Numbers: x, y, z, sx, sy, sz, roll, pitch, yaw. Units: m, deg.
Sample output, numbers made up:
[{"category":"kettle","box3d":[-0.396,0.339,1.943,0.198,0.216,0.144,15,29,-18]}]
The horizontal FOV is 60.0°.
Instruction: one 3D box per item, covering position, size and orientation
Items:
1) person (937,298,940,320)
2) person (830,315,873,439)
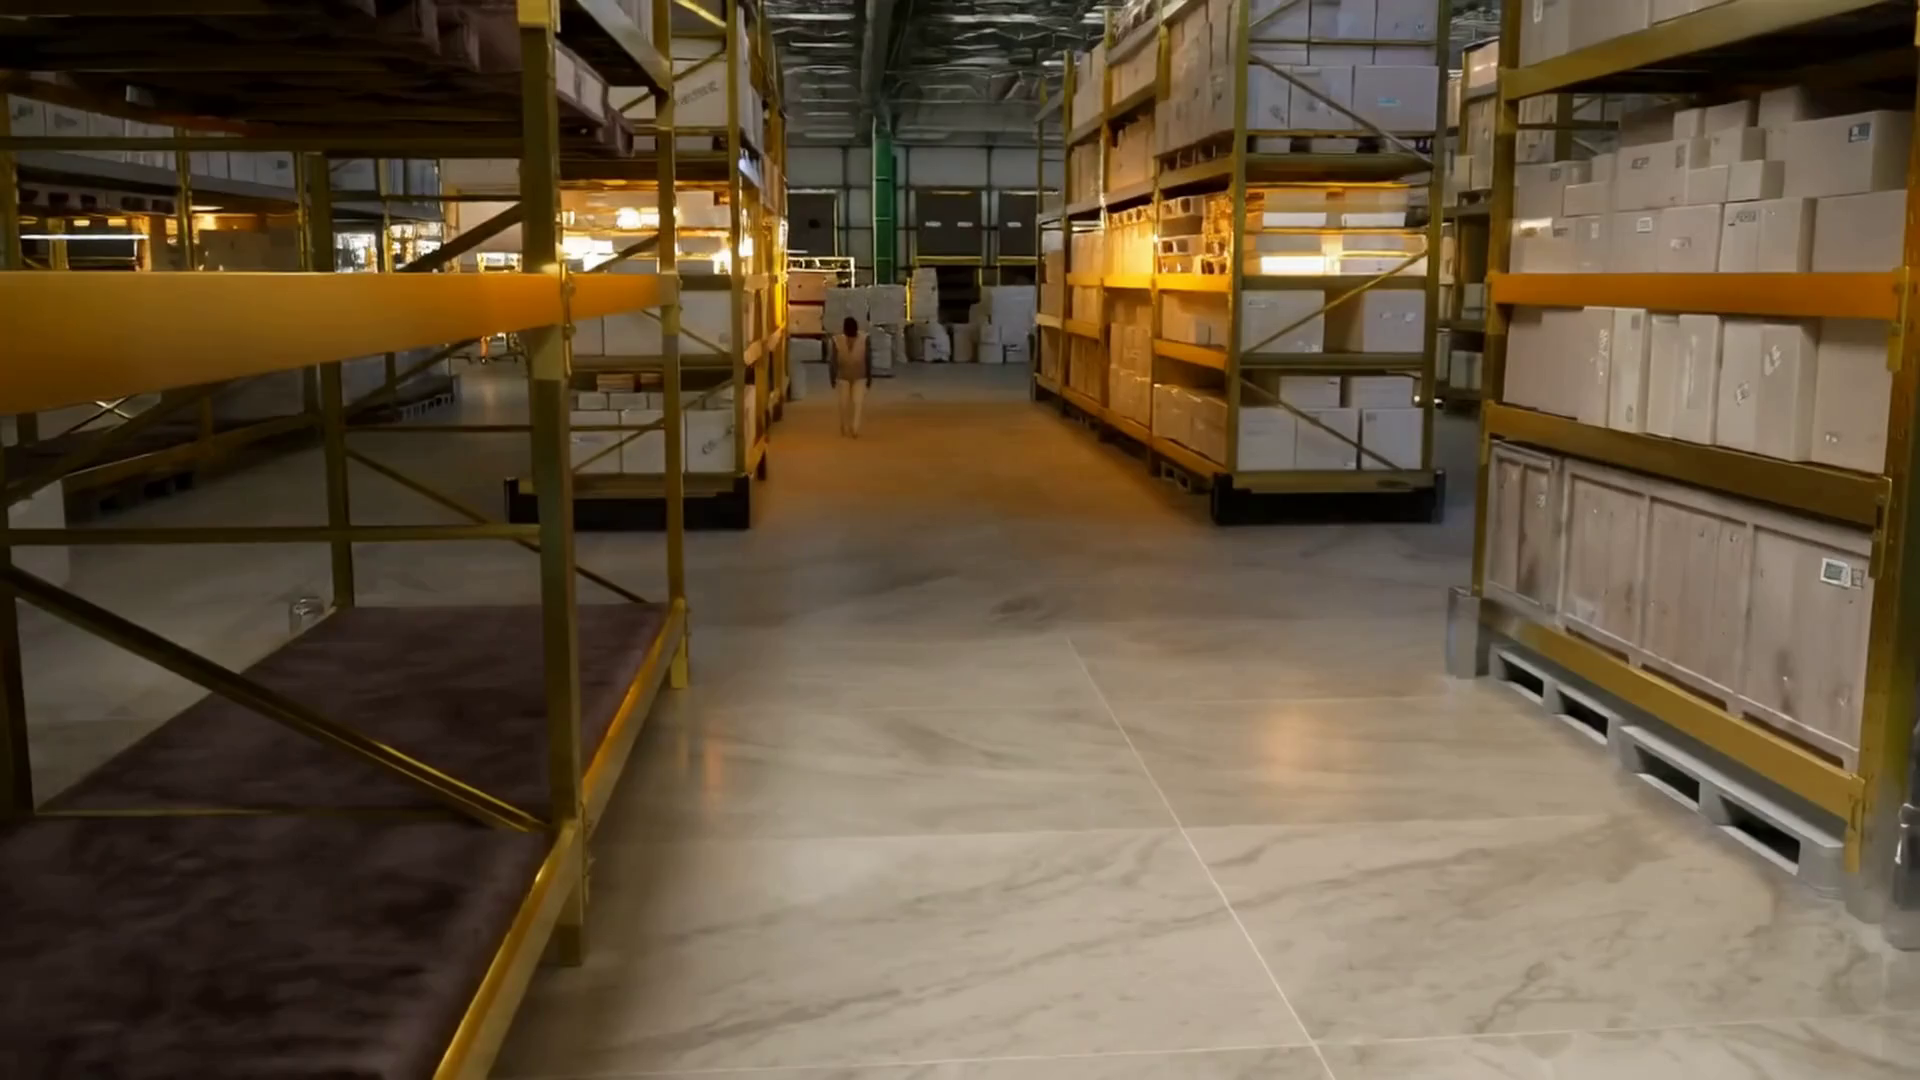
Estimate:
[{"category":"person","box3d":[-0.792,-7.487,56.183,0.809,1.915,0.637,-2,9,-13]},{"category":"person","box3d":[-1.593,-2.384,24.398,0.629,1.822,0.455,0,9,-3]}]
